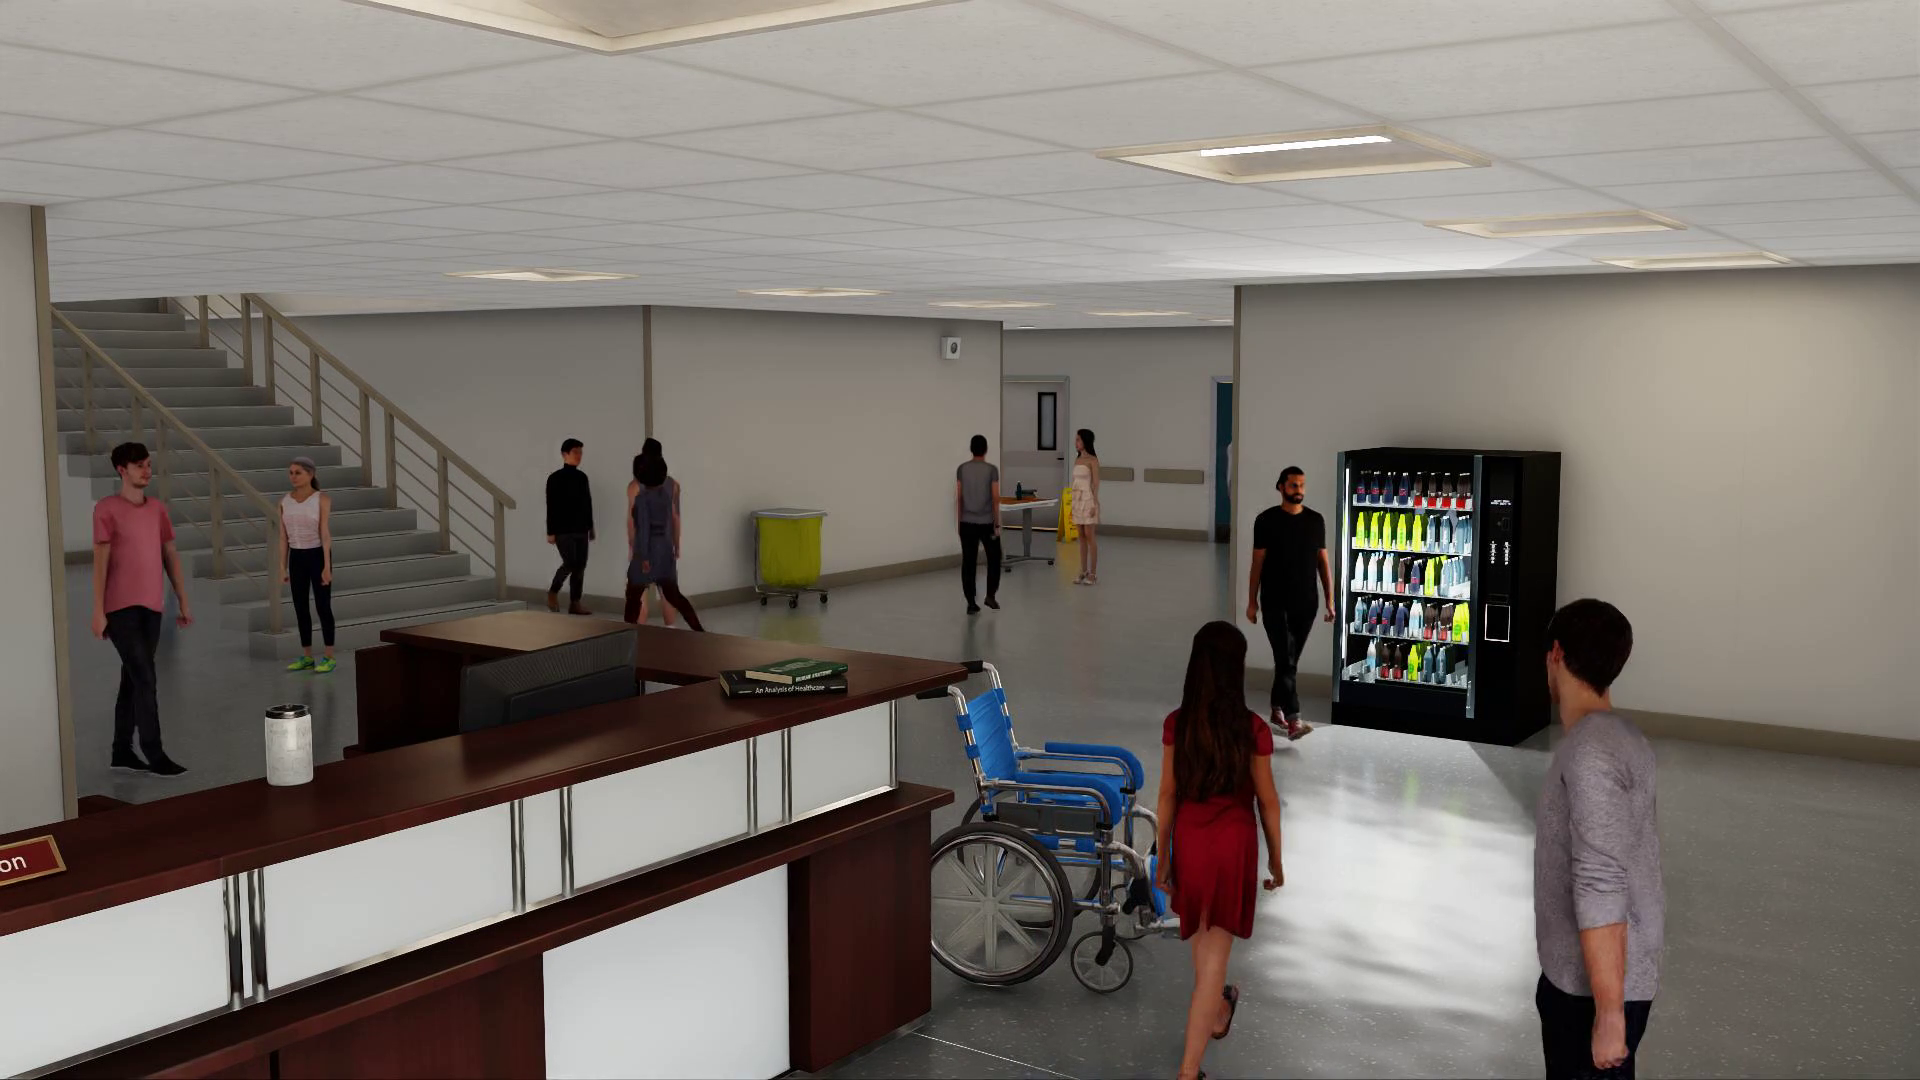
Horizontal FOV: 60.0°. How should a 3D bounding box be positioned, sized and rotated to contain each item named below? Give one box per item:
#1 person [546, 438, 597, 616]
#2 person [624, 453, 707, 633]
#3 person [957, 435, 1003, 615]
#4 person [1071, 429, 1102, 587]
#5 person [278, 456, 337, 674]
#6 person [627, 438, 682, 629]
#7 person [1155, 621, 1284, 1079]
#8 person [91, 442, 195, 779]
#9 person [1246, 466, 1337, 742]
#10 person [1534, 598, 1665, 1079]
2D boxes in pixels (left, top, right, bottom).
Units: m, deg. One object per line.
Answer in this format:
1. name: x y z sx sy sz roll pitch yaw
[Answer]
1. person: -3.815 -0.121 16.101 0.681 1.713 0.651 4 7 33
2. person: -2.374 0.174 13.402 1.156 1.665 0.714 3 6 26
3. person: 0.158 -0.143 16.164 0.675 1.743 0.767 1 6 14
4. person: 1.400 -0.366 18.417 0.710 1.736 0.598 -3 7 -31
5. person: -5.117 0.187 13.096 0.599 1.702 0.728 1 6 12
6. person: -2.613 0.047 14.142 0.706 1.842 0.711 -3 7 -31
7. person: 0.805 1.062 5.373 1.056 1.504 0.775 2 6 22
8. person: -4.873 0.414 9.661 0.985 1.937 0.806 2 6 20
9. person: 2.097 0.410 10.773 1.043 1.722 1.150 -2 6 -16
10. person: 1.505 1.064 3.839 0.660 1.809 0.895 1 6 9
